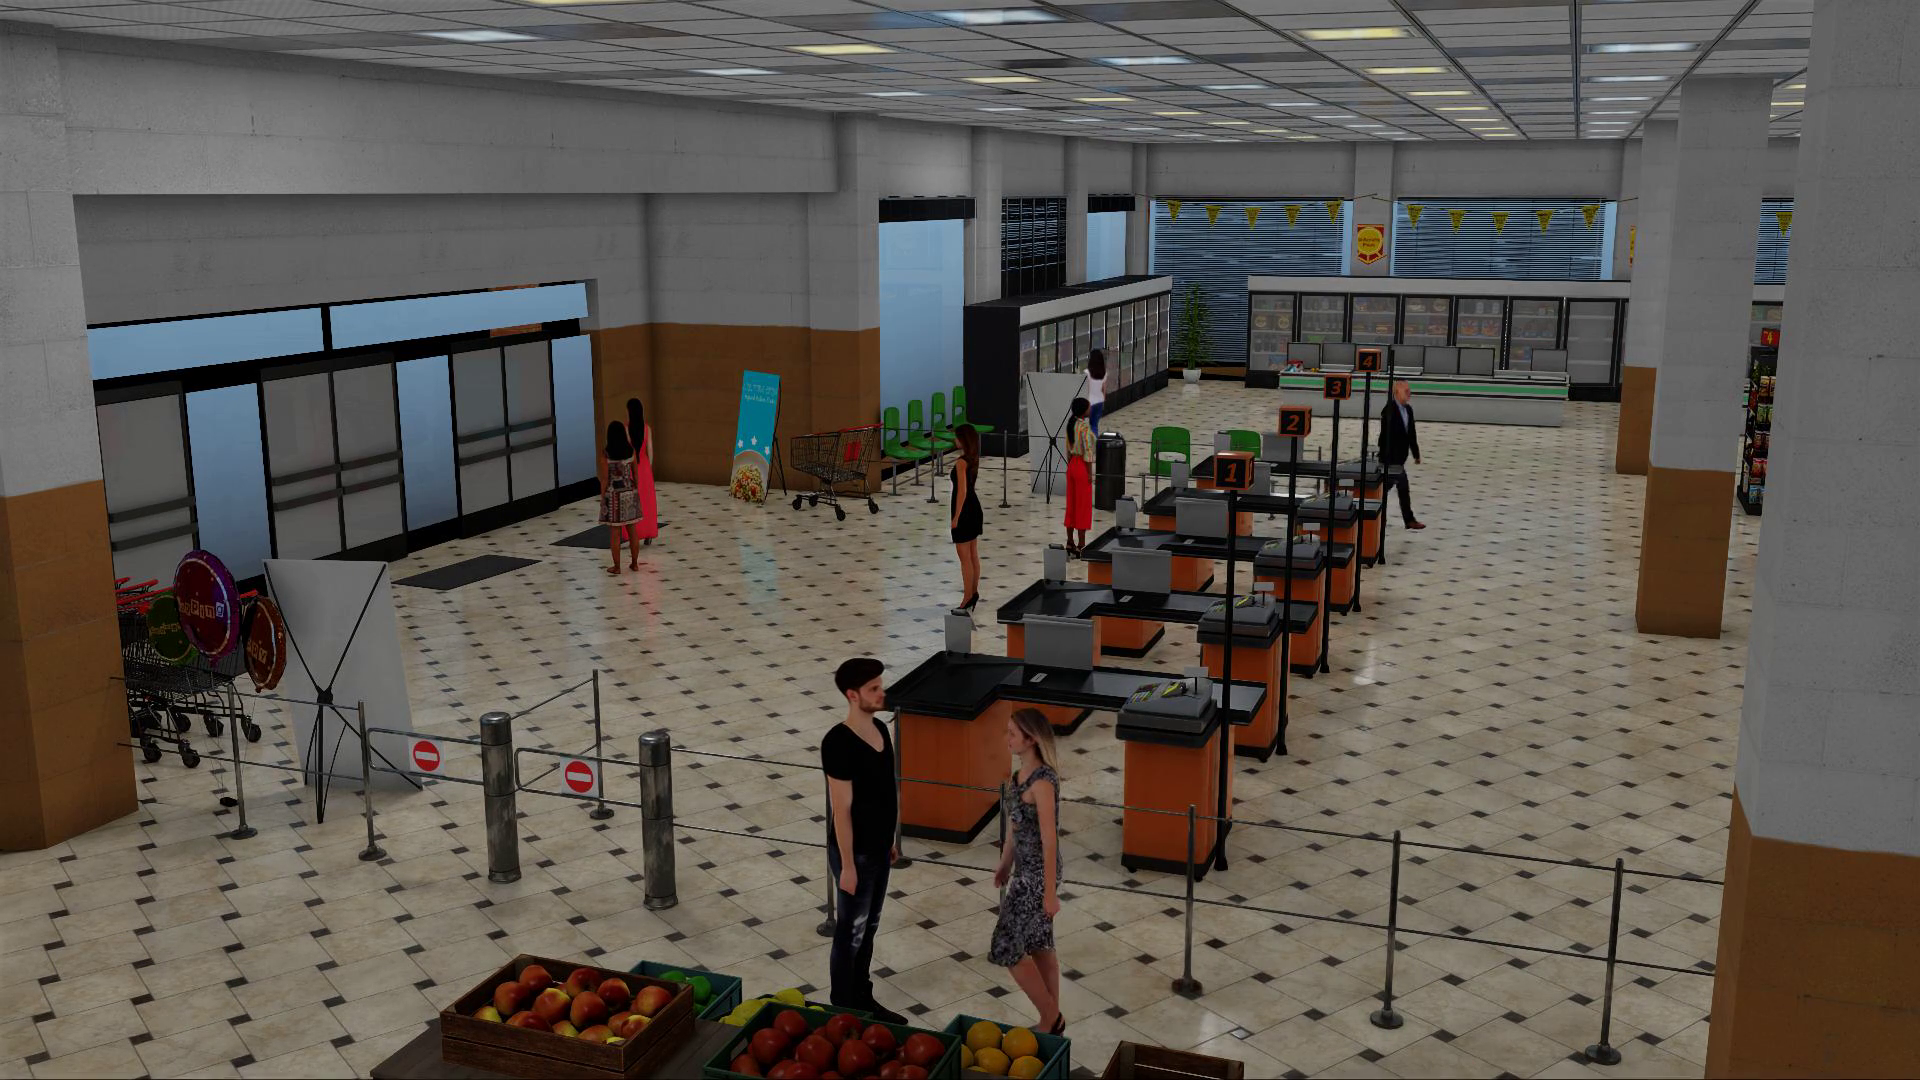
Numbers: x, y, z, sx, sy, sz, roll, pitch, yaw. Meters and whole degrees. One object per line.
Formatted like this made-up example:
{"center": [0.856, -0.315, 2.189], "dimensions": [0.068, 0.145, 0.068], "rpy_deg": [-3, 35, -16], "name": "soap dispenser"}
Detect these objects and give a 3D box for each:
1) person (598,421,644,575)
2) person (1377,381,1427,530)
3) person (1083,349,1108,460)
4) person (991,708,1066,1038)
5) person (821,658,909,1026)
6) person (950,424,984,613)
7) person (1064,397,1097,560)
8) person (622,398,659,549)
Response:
{"center": [-3.630, -0.466, 17.767], "dimensions": [0.723, 1.645, 0.734], "rpy_deg": [-8, 14, -34], "name": "person"}
{"center": [5.215, -1.026, 20.146], "dimensions": [1.070, 1.761, 1.289], "rpy_deg": [-10, 16, -40], "name": "person"}
{"center": [2.041, -2.008, 25.031], "dimensions": [0.890, 1.670, 1.005], "rpy_deg": [-8, 14, -34], "name": "person"}
{"center": [0.452, 1.607, 7.822], "dimensions": [0.698, 1.687, 0.671], "rpy_deg": [-1, 12, -5], "name": "person"}
{"center": [-0.479, 1.475, 7.939], "dimensions": [0.548, 1.896, 0.655], "rpy_deg": [4, 13, 20], "name": "person"}
{"center": [0.062, -0.212, 16.098], "dimensions": [0.507, 1.836, 0.567], "rpy_deg": [4, 13, 19], "name": "person"}
{"center": [1.325, -0.700, 18.518], "dimensions": [0.746, 1.792, 0.664], "rpy_deg": [-7, 14, -30], "name": "person"}
{"center": [-3.689, -0.761, 18.972], "dimensions": [0.711, 1.726, 0.728], "rpy_deg": [-10, 15, -39], "name": "person"}
